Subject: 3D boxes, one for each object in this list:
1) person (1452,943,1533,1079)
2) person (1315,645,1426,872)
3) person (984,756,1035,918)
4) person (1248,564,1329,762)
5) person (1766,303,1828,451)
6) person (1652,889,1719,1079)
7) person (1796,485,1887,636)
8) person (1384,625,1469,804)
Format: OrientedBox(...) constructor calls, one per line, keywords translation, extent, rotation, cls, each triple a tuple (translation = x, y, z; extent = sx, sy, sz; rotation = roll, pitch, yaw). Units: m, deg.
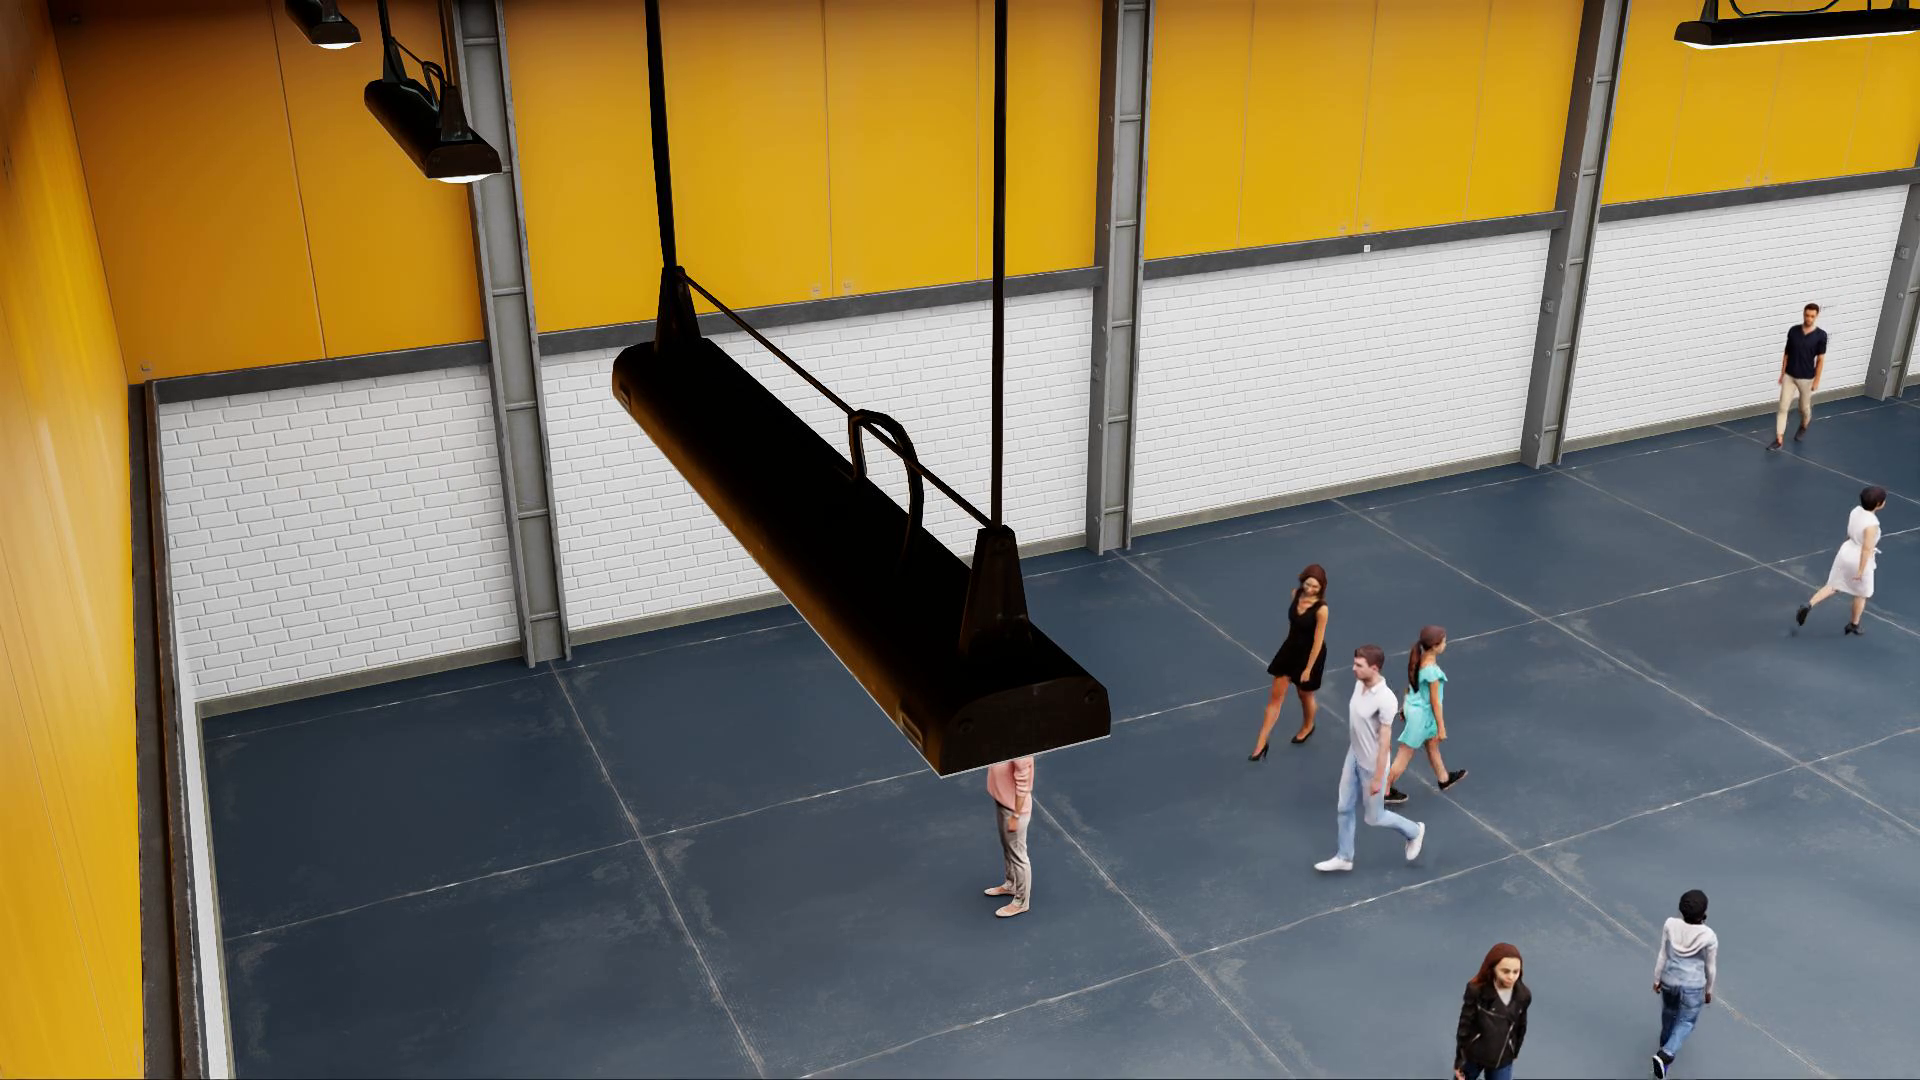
OrientedBox(translation=(2.992, 2.901, 9.546), extent=(0.997, 1.451, 0.937), rotation=(2, 24, 5), cls="person")
OrientedBox(translation=(3.034, 1.606, 12.041), extent=(1.070, 1.826, 0.745), rotation=(-7, 25, -16), cls="person")
OrientedBox(translation=(0.371, 1.832, 11.649), extent=(0.577, 1.726, 0.635), rotation=(-6, 24, -14), cls="person")
OrientedBox(translation=(2.852, 0.988, 13.506), extent=(1.036, 1.785, 0.750), rotation=(-13, 27, -27), cls="person")
OrientedBox(translation=(10.293, -2.007, 20.325), extent=(0.931, 1.810, 1.227), rotation=(20, 30, 38), cls="person")
OrientedBox(translation=(4.425, 2.721, 10.211), extent=(0.669, 1.247, 0.871), rotation=(19, 30, 37), cls="person")
OrientedBox(translation=(8.313, 0.214, 15.589), extent=(1.006, 1.534, 0.747), rotation=(-3, 24, -6), cls="person")
OrientedBox(translation=(3.503, 1.386, 12.928), extent=(1.069, 1.519, 0.765), rotation=(-3, 24, -8), cls="person")
